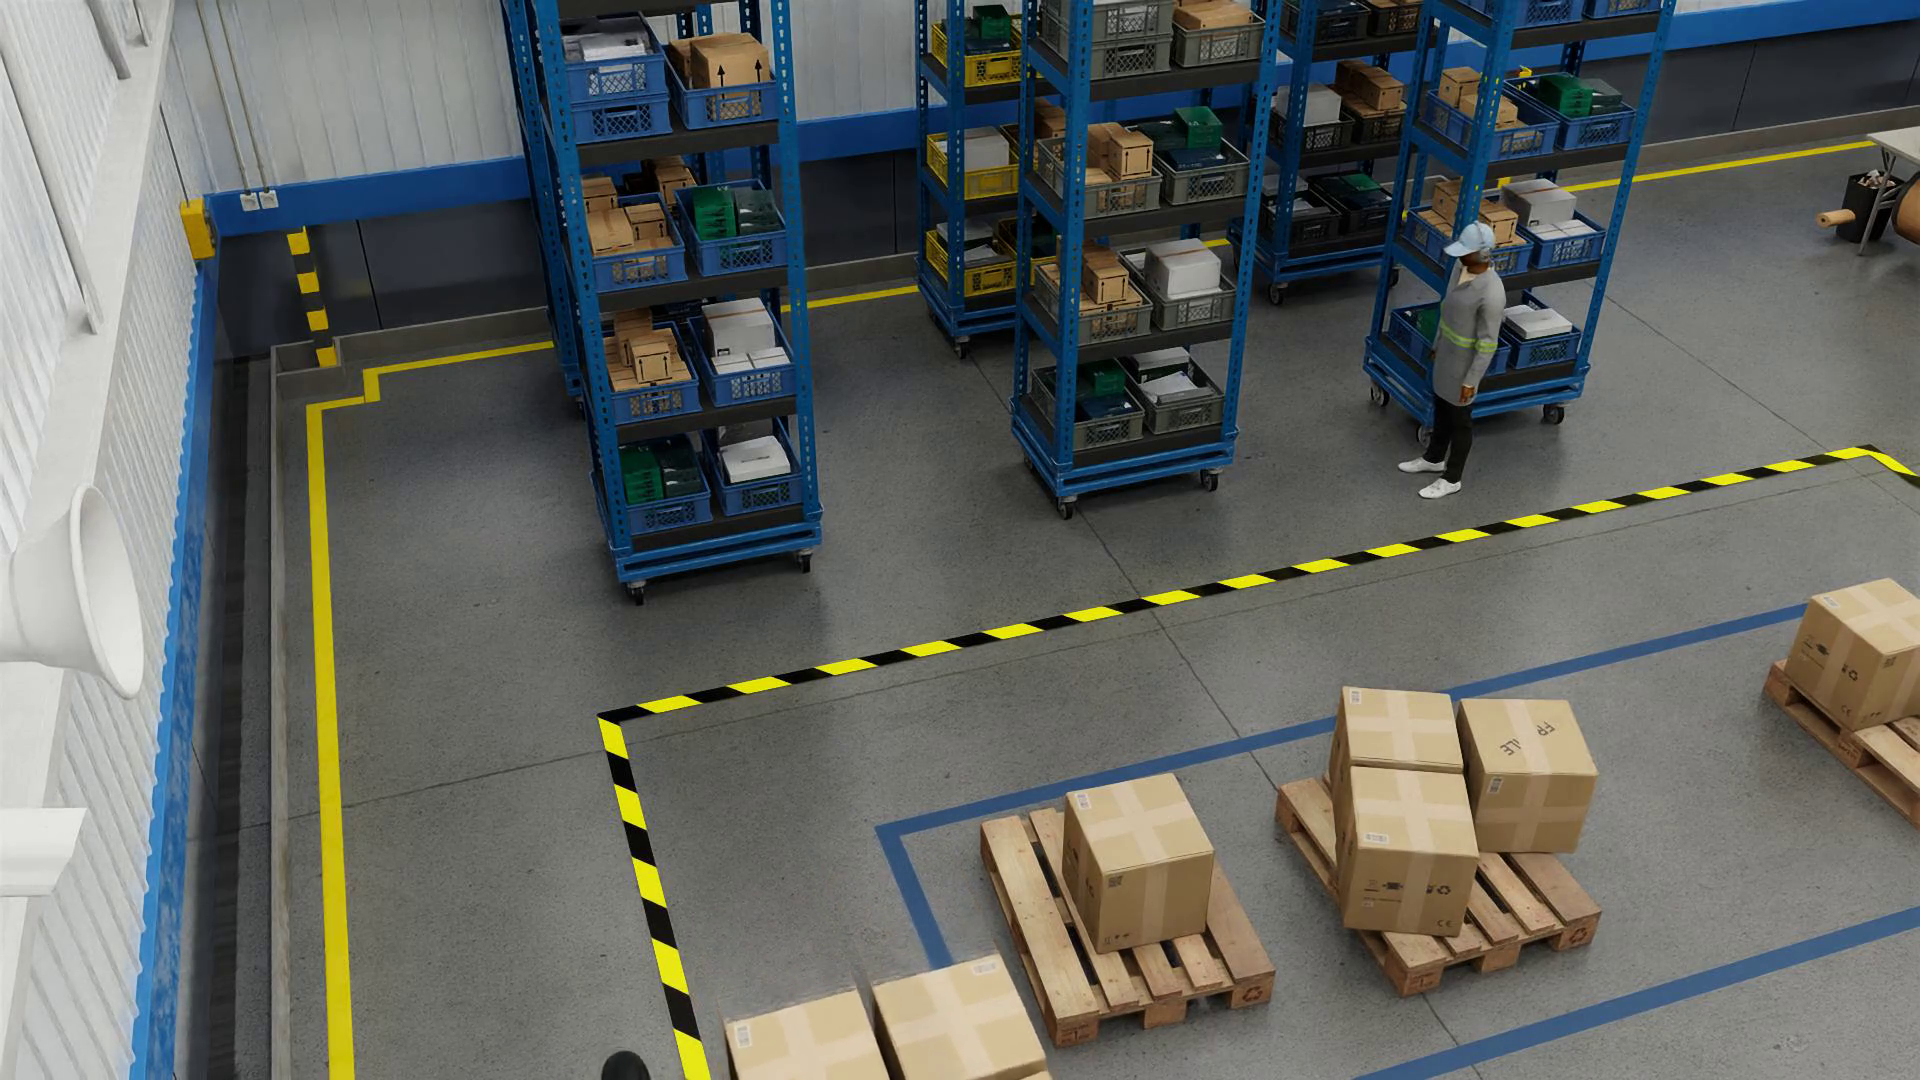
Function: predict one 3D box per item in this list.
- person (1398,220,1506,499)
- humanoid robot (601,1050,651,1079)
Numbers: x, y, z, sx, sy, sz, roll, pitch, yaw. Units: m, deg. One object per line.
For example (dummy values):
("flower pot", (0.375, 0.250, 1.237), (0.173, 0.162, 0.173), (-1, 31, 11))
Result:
("person", (3.052, -1.113, 10.262), (0.390, 1.849, 0.587), (-5, 36, -8))
("humanoid robot", (-1.074, 2.261, 5.693), (0.612, 1.646, 0.806), (-18, 39, -23))
